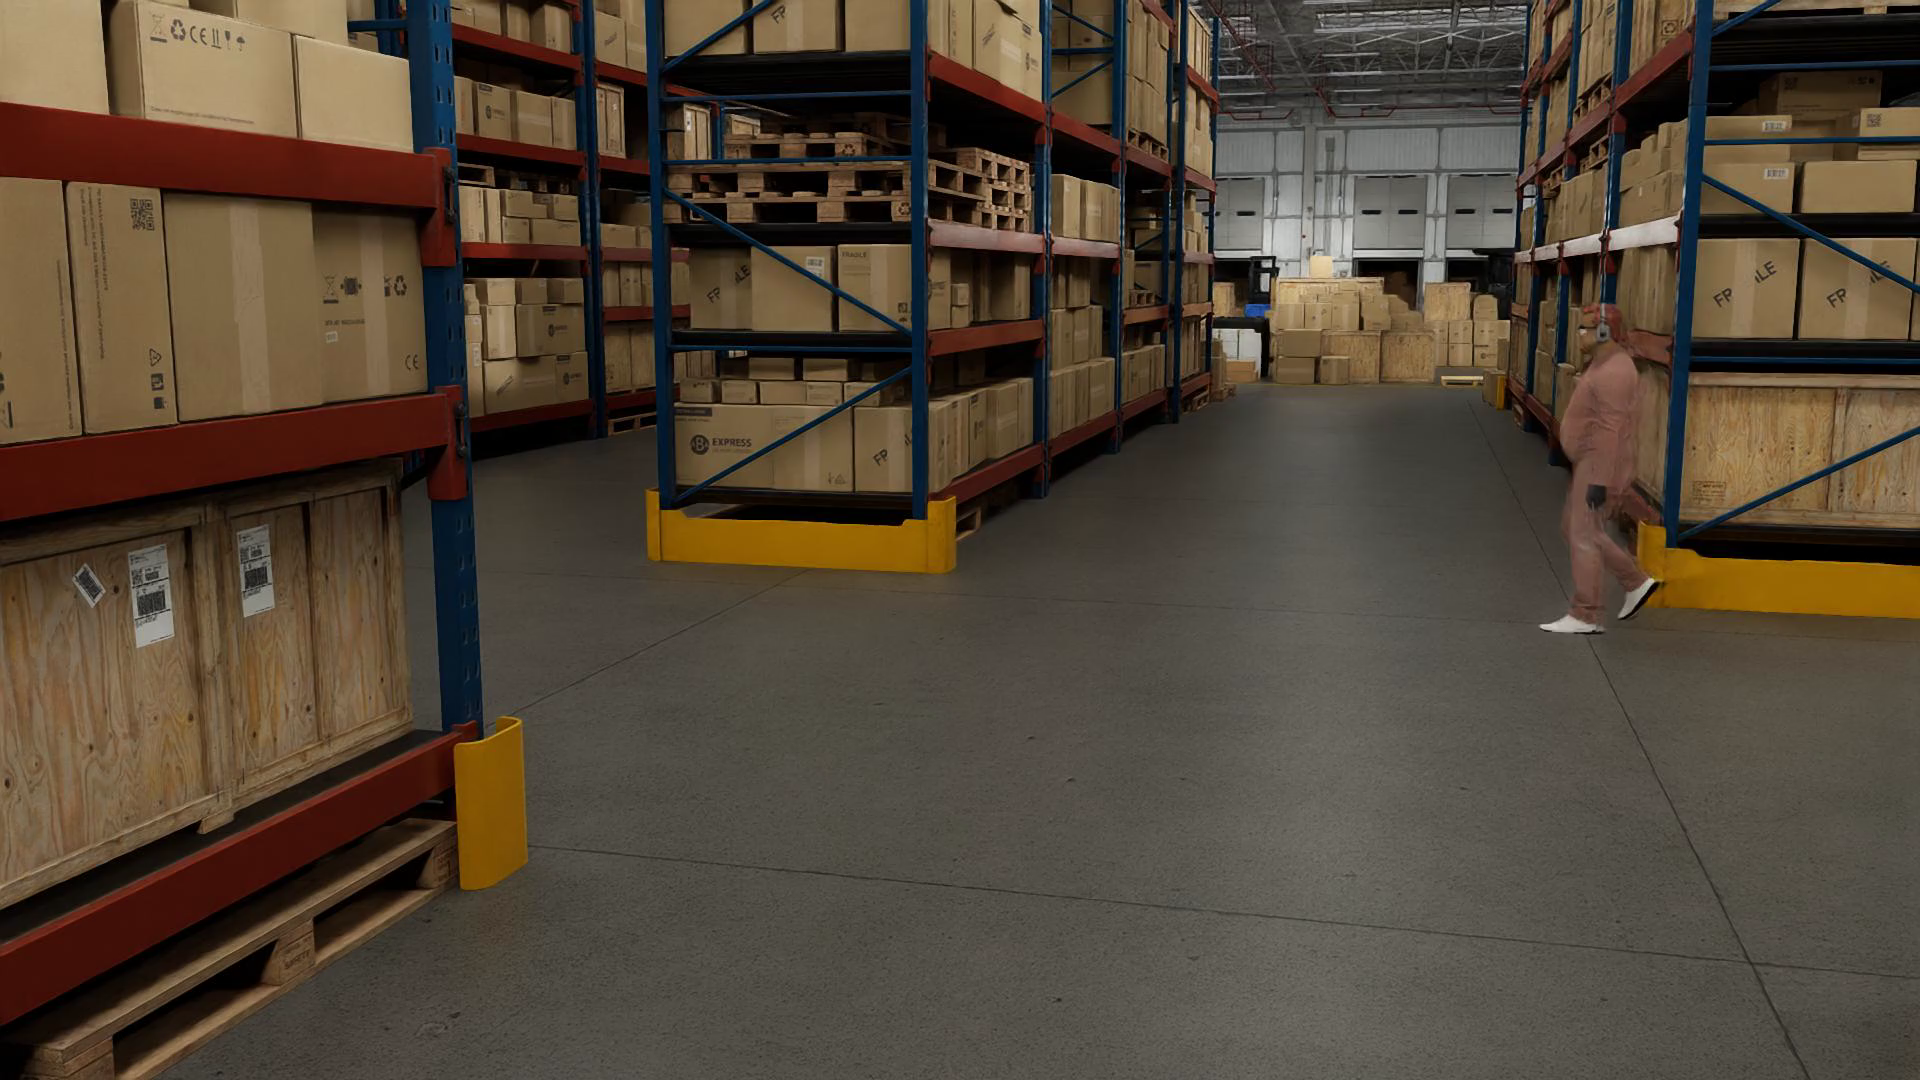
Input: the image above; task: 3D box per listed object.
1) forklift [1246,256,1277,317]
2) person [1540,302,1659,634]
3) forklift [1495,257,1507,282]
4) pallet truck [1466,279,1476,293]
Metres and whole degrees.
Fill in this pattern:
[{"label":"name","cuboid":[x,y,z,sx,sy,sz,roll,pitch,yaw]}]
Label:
[{"label":"forklift","cuboid":[11.003,-8.927,60.490,1.129,2.768,1.873,2,9,15]},{"label":"person","cuboid":[3.649,-0.393,9.413,0.539,1.893,0.648,3,9,16]},{"label":"forklift","cuboid":[14.713,-6.386,44.345,1.873,2.768,1.129,-6,11,-34]},{"label":"pallet truck","cuboid":[18.896,-8.459,60.307,1.885,1.965,0.823,5,10,31]}]
